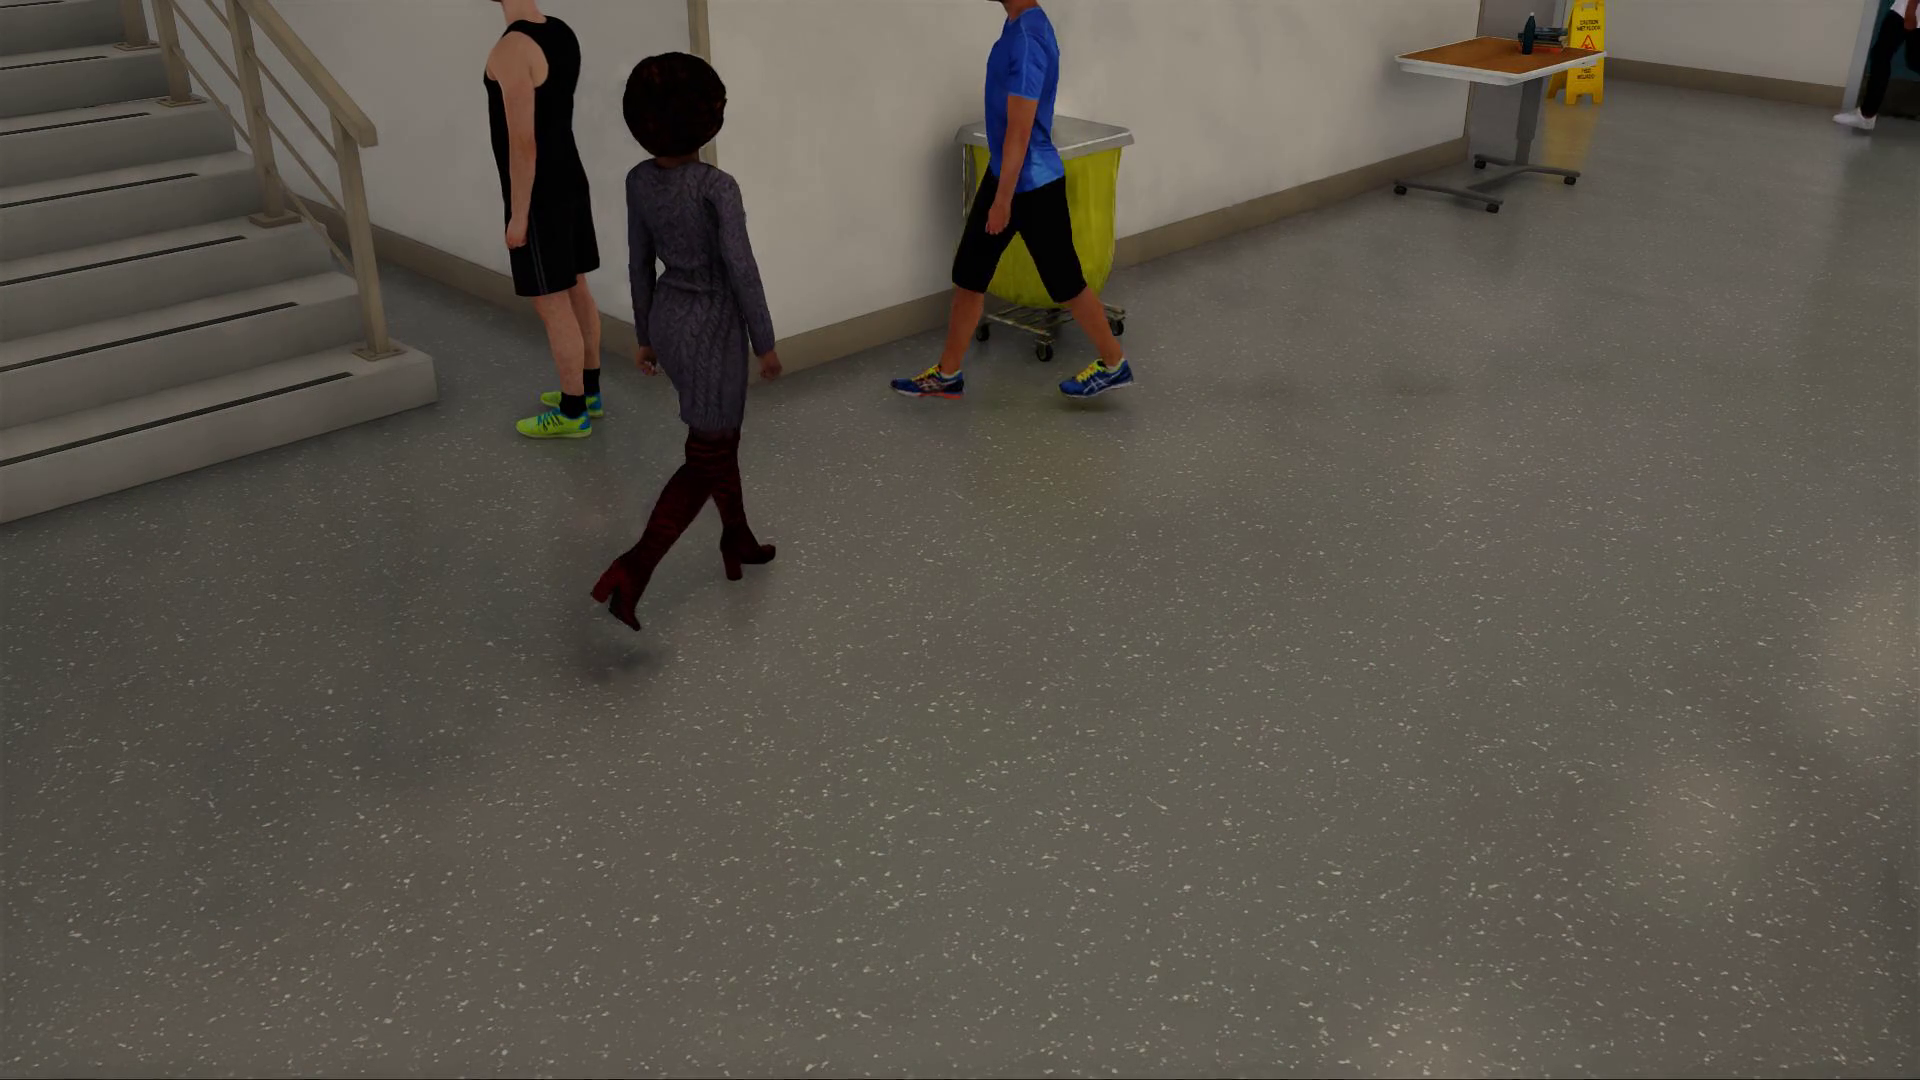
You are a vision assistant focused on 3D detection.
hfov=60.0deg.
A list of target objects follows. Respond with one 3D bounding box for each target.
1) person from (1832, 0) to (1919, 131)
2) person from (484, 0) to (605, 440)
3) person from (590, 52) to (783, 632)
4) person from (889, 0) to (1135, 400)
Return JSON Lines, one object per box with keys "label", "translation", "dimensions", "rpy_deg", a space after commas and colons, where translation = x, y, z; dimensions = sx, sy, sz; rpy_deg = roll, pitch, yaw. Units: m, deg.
{"label": "person", "translation": [6.528, -3.608, 11.169], "dimensions": [0.730, 1.781, 1.109], "rpy_deg": [-18, 31, -33]}
{"label": "person", "translation": [-1.572, -1.314, 6.286], "dimensions": [0.779, 1.890, 0.765], "rpy_deg": [4, 26, 8]}
{"label": "person", "translation": [-0.814, -0.521, 4.885], "dimensions": [1.047, 1.679, 0.727], "rpy_deg": [19, 32, 34]}
{"label": "person", "translation": [0.343, -1.368, 6.478], "dimensions": [1.164, 1.822, 1.224], "rpy_deg": [-4, 26, -7]}
